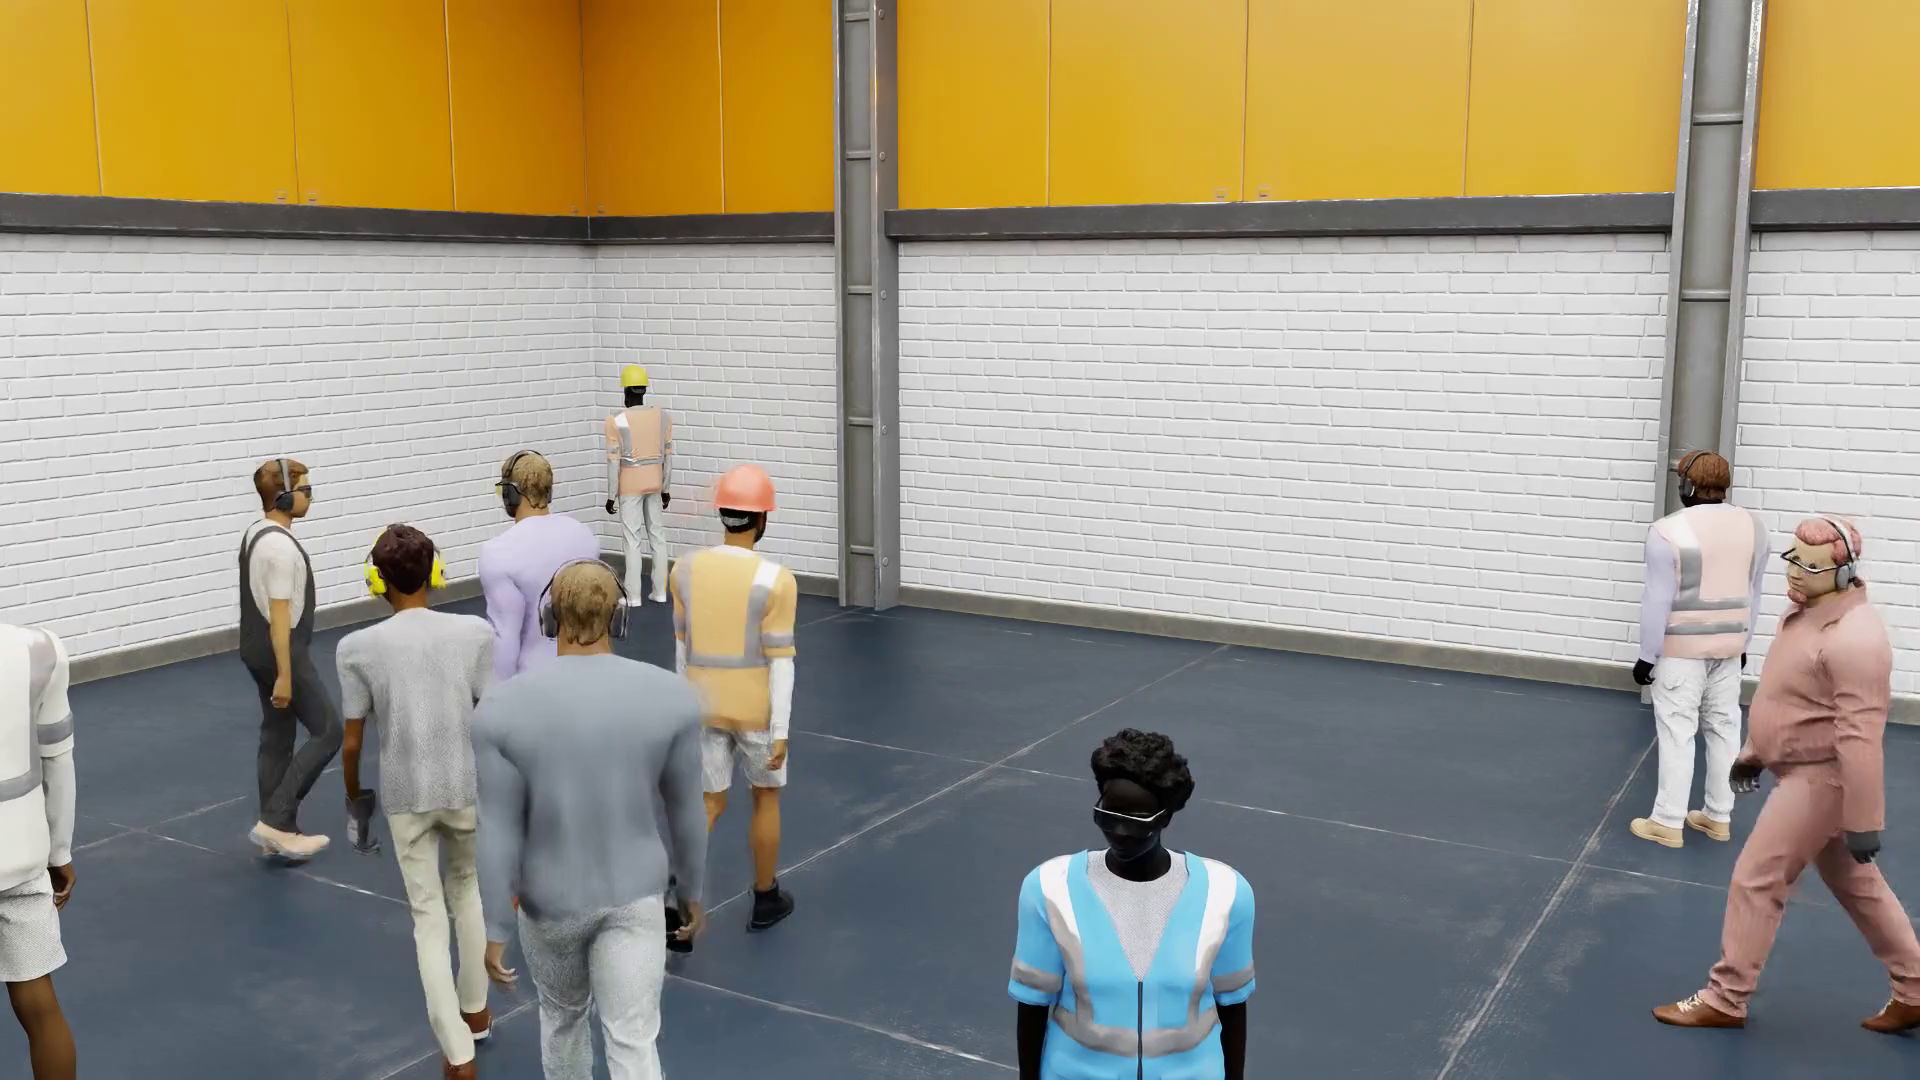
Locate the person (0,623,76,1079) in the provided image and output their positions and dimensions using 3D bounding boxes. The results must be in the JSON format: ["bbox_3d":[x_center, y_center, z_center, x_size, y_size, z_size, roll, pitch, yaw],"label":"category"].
[{"bbox_3d":[-2.736,0.906,4.572,0.377,2.041,0.607,5,10,29],"label":"person"}]

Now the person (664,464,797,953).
[{"bbox_3d":[-0.904,0.662,6.486,0.554,1.913,0.754,3,10,18],"label":"person"}]

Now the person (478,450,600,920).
[{"bbox_3d":[-1.716,0.597,6.815,0.353,1.937,0.635,5,10,27],"label":"person"}]

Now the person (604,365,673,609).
[{"bbox_3d":[-2.551,-0.419,13.190,0.587,1.928,0.363,-8,12,-41],"label":"person"}]

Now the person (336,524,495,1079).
[{"bbox_3d":[-1.765,0.854,5.519,0.538,1.835,0.779,-5,10,-27],"label":"person"}]

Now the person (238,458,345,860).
[{"bbox_3d":[-3.010,0.545,7.465,0.401,1.832,0.503,-7,12,-39],"label":"person"}]

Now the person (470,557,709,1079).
[{"bbox_3d":[-0.999,0.987,4.589,0.633,1.884,1.033,-3,9,-16],"label":"person"}]

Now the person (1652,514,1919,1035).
[{"bbox_3d":[2.972,0.824,5.673,0.953,1.856,0.656,3,10,20],"label":"person"}]

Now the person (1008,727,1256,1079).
[{"bbox_3d":[0.374,1.227,3.624,0.540,1.698,0.317,0,9,1],"label":"person"}]

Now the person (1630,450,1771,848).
[{"bbox_3d":[3.393,0.503,7.703,0.624,1.845,0.430,-2,9,-14],"label":"person"}]
